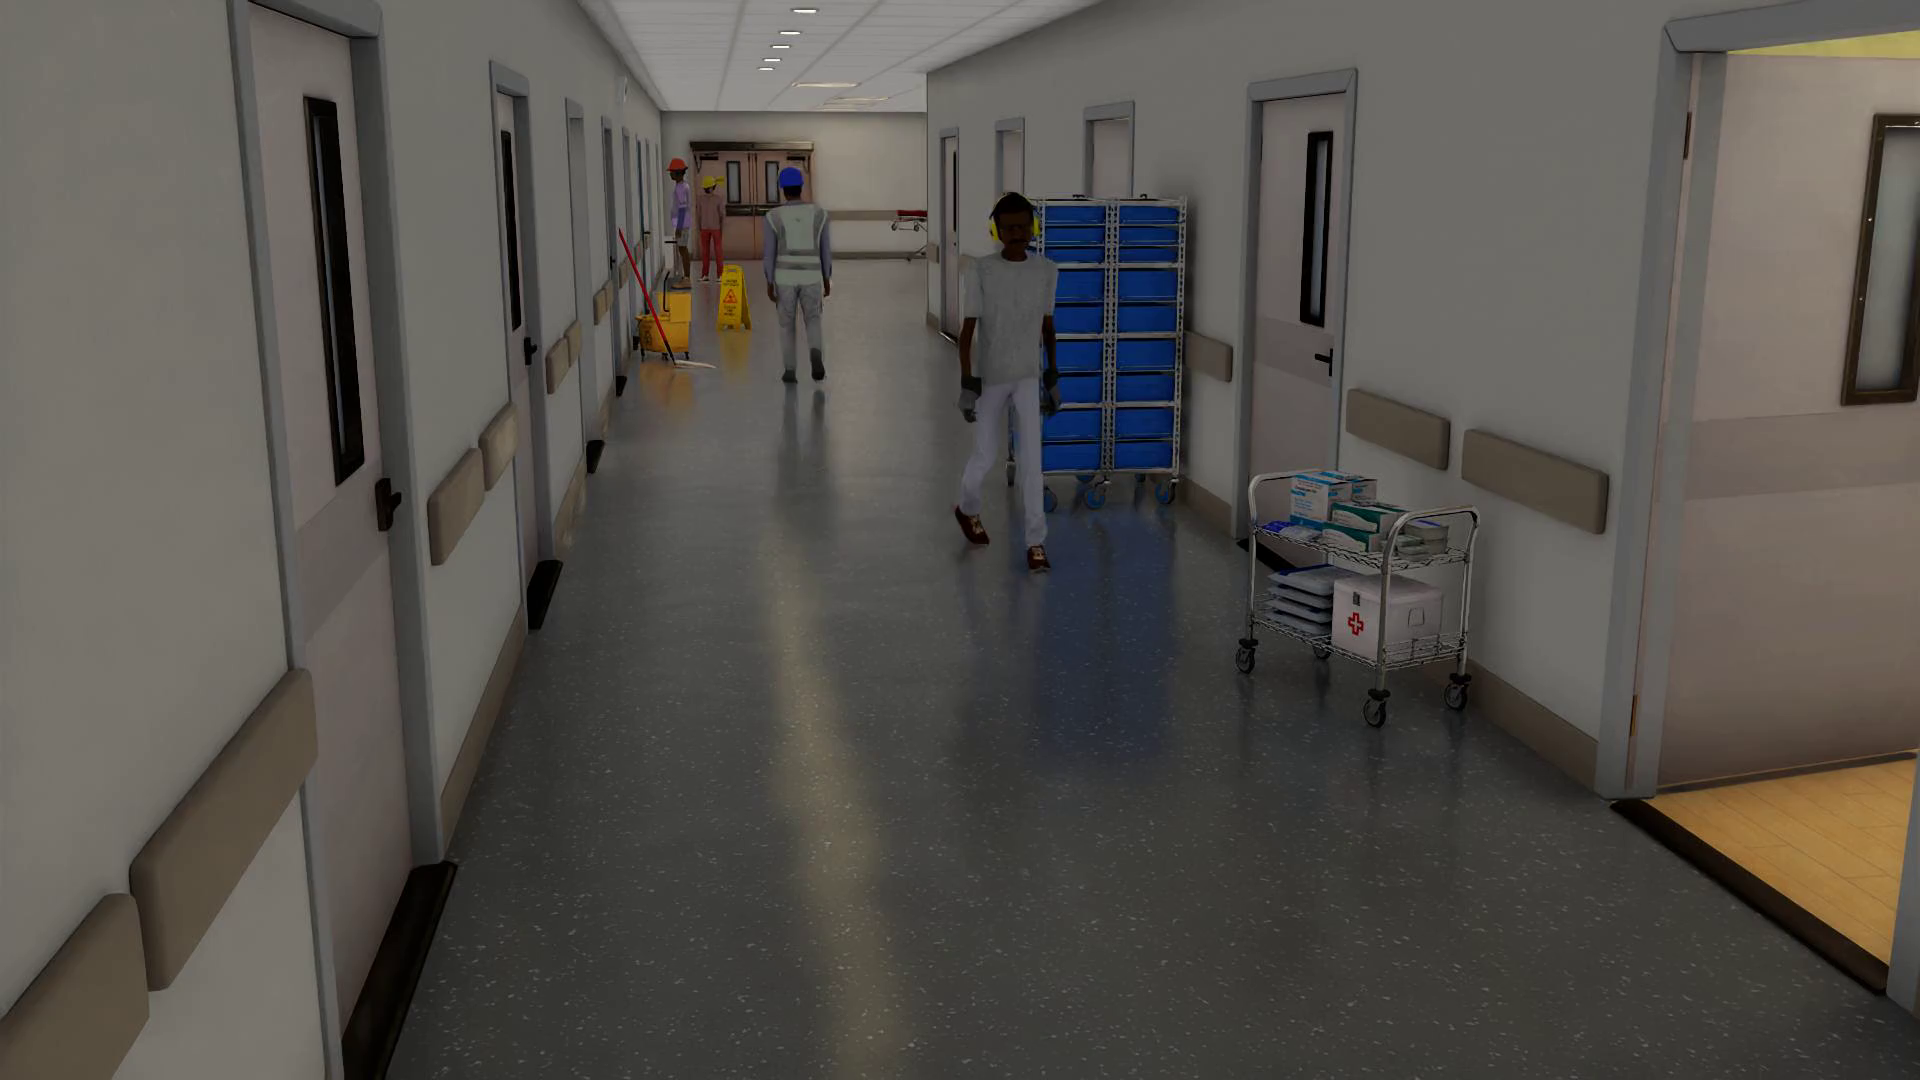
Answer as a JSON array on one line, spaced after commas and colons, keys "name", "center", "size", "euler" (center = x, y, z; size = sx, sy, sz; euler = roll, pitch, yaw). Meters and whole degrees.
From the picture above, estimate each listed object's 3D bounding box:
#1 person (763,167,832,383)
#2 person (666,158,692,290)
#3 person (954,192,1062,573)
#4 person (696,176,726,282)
[{"name": "person", "center": [-1.432, -2.334, 14.771], "size": [0.620, 1.925, 0.660], "euler": [-3, 13, -14]}, {"name": "person", "center": [-4.421, -4.979, 26.254], "size": [0.370, 2.044, 0.608], "euler": [-2, 13, -7]}, {"name": "person", "center": [0.237, -0.797, 8.223], "size": [0.581, 1.816, 0.972], "euler": [-4, 13, -16]}, {"name": "person", "center": [-4.199, -5.232, 28.021], "size": [0.523, 1.759, 0.336], "euler": [3, 13, 14]}]
